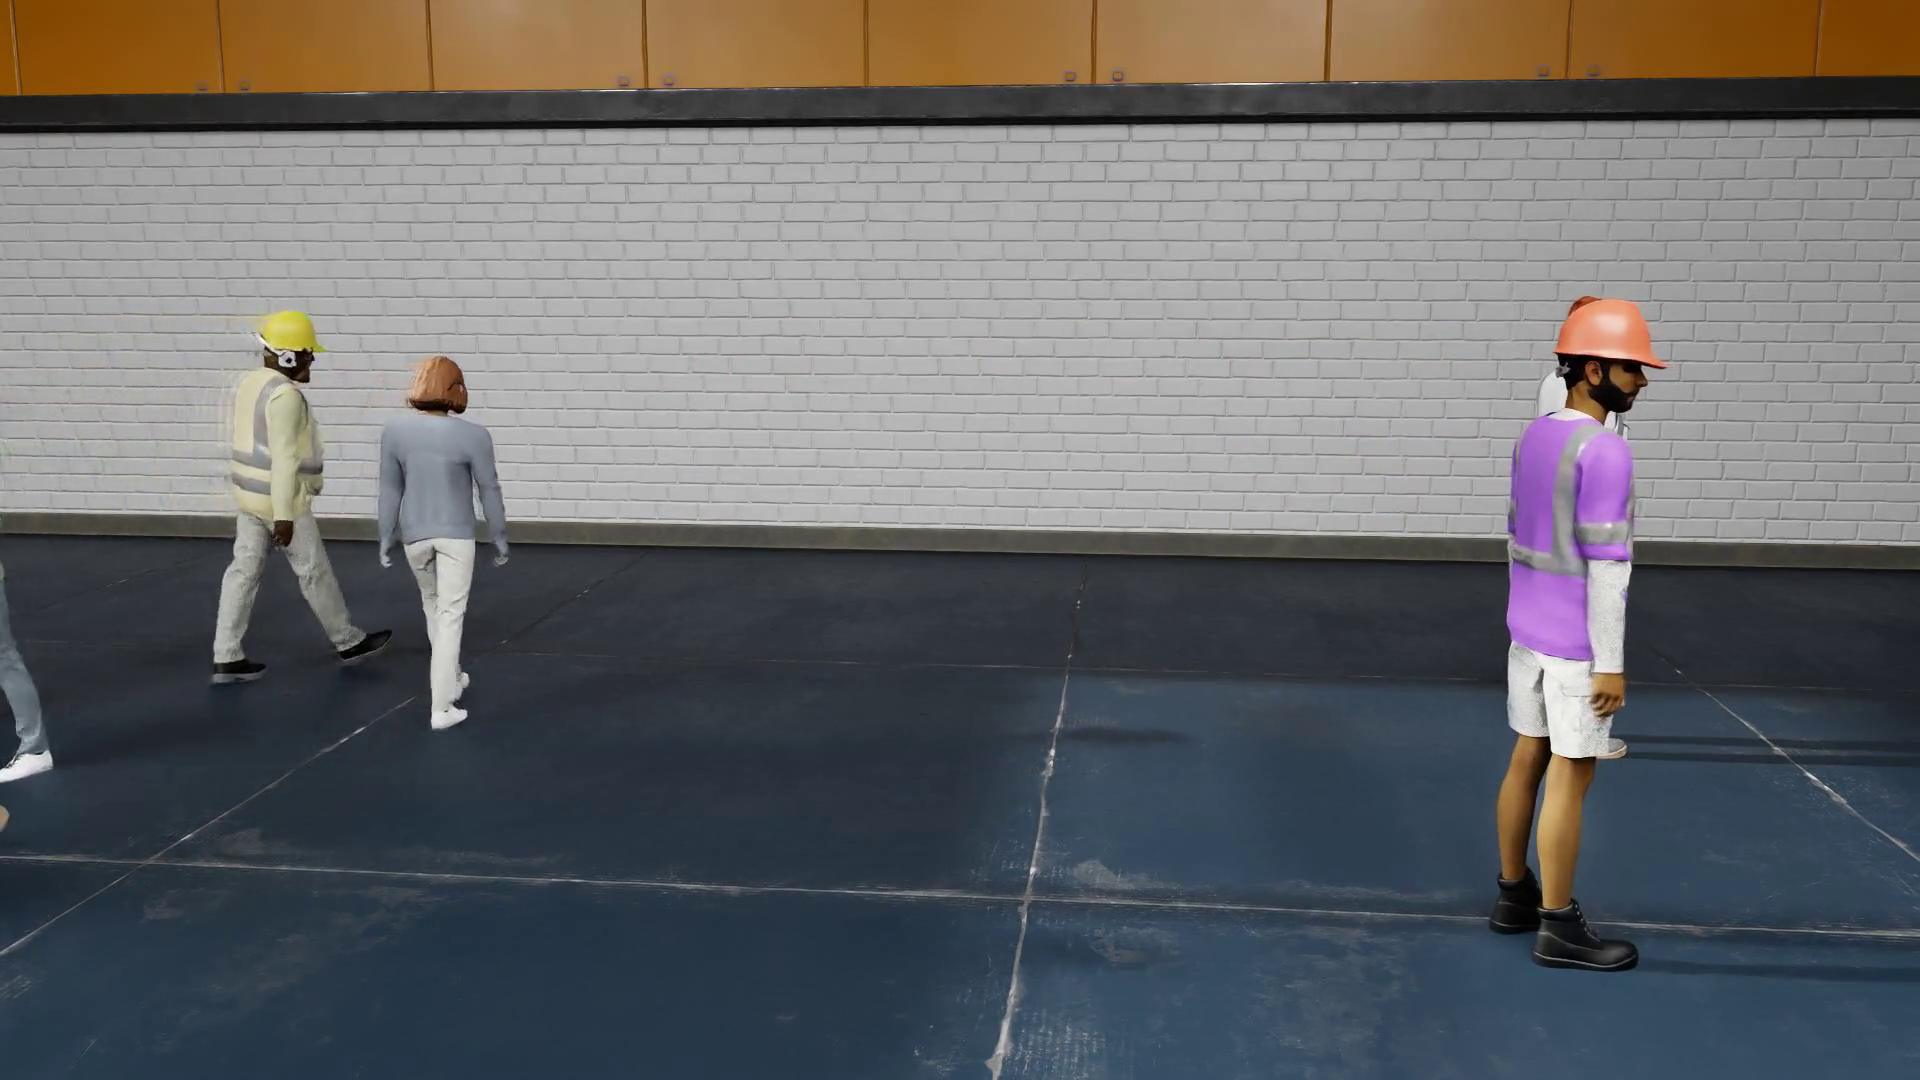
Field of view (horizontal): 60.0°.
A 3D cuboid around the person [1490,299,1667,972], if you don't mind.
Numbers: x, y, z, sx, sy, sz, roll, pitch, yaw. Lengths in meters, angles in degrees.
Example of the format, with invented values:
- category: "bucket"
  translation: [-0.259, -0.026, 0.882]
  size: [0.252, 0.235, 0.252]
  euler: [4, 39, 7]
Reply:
- category: "person"
  translation: [1.795, 0.273, 4.856]
  size: [0.375, 1.934, 0.547]
  euler: [-1, 10, -6]

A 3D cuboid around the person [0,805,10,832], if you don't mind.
- category: "person"
  translation: [-3.370, 0.162, 5.183]
  size: [0.693, 2.000, 0.996]
  euler: [3, 10, 18]

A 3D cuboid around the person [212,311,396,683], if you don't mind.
- category: "person"
  translation: [-3.245, -0.212, 8.057]
  size: [0.922, 1.768, 0.714]
  euler: [-9, 14, -43]

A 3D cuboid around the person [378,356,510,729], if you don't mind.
- category: "person"
  translation: [-2.262, -0.010, 7.411]
  size: [0.537, 1.602, 0.759]
  euler: [1, 10, 7]

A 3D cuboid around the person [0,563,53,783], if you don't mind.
- category: "person"
  translation: [-3.880, 0.194, 6.278]
  size: [0.502, 1.594, 0.802]
  euler: [7, 12, 33]

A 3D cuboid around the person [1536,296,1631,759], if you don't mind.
- category: "person"
  translation: [2.552, -0.052, 6.856]
  size: [0.356, 1.886, 0.574]
  euler: [-1, 10, -6]
